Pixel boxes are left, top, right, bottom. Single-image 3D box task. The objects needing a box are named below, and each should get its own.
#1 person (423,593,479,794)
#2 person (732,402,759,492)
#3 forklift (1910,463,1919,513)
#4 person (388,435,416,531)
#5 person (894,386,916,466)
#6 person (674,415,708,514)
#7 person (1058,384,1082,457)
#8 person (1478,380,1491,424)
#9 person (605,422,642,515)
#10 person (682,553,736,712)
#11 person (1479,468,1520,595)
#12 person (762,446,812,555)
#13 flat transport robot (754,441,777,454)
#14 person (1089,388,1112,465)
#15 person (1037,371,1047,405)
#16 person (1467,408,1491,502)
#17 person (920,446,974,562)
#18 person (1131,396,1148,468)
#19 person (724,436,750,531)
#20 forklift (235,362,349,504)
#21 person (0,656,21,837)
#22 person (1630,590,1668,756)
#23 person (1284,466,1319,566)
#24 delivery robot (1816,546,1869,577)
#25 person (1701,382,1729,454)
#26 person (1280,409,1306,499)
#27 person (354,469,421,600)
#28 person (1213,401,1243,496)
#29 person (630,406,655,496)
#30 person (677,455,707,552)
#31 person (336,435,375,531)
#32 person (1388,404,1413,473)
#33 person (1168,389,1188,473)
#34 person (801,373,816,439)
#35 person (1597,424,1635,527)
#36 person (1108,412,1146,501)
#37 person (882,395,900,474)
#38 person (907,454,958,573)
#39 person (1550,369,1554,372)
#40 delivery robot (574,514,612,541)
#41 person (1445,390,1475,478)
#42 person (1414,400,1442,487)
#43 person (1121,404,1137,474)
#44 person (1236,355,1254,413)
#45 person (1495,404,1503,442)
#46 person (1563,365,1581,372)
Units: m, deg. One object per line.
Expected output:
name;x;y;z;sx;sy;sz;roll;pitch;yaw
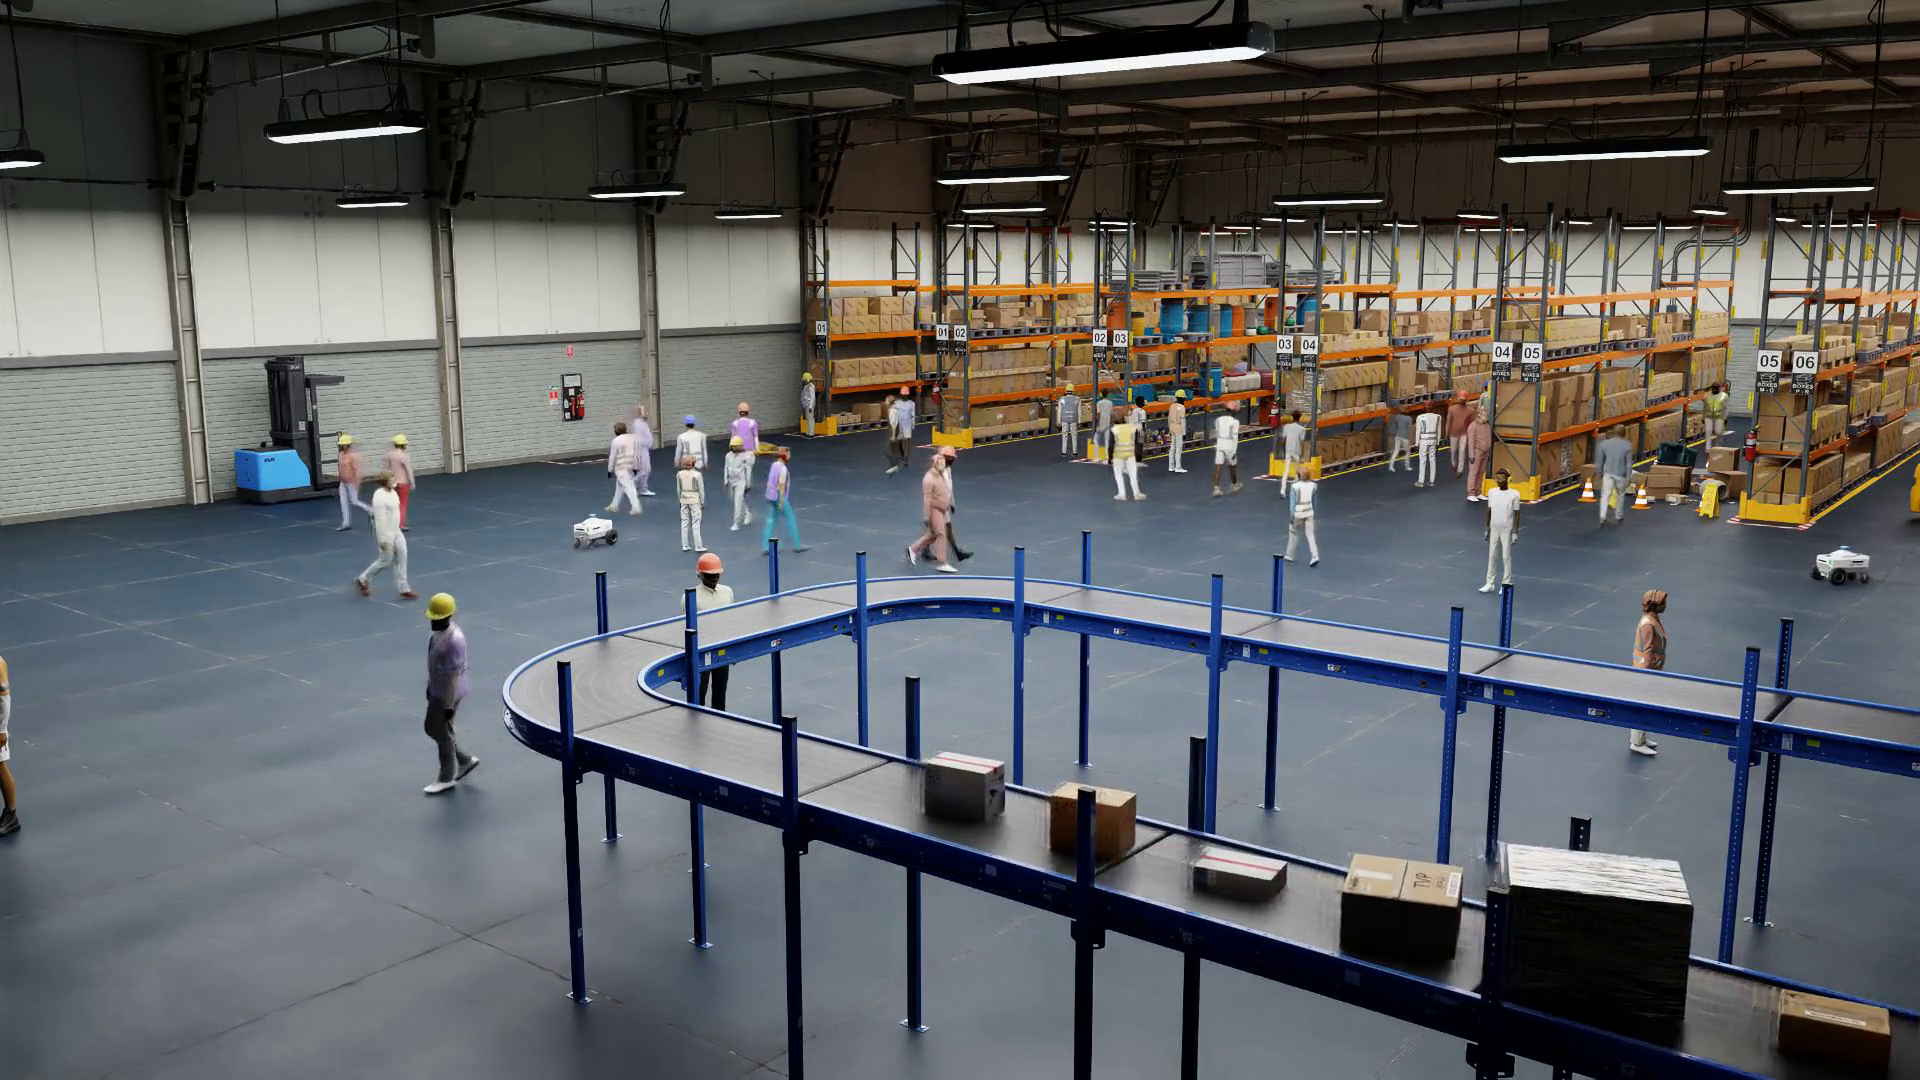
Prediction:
person;-4.707;1.385;14.348;0.512;1.894;0.663;-7;12;-36
person;-4.547;-1.949;33.033;0.555;1.923;0.724;1;10;3
forklift;19.034;-1.348;28.998;2.313;2.155;1.214;8;13;37
person;-10.102;-1.042;28.413;0.542;1.749;0.542;6;12;32
person;-1.341;-2.778;37.714;0.552;1.914;0.768;0;10;2
person;-5.275;-1.485;30.483;0.635;1.891;0.983;-8;13;-40
person;2.743;-2.996;39.170;0.600;1.830;0.404;0;10;1
person;13.098;-3.013;38.966;0.401;1.938;0.602;2;10;9
person;-6.521;-1.392;30.257;0.950;1.798;0.641;5;11;25
person;-2.481;1.107;15.616;0.386;1.992;0.625;10;14;44
person;7.942;-0.133;22.952;0.512;1.872;0.330;10;14;44
person;-2.907;-0.663;26.123;0.905;1.805;0.572;-5;11;-28
flat transport robot;-5.260;-2.390;40.271;0.652;0.197;1.431;-5;11;-27
person;3.402;-2.760;37.810;0.575;1.840;0.759;-7;12;-36
person;2.444;-4.775;48.888;0.857;1.939;0.609;-9;13;-41
person;10.616;-1.746;31.928;0.641;1.909;0.409;-8;13;-39
person;-0.209;-0.580;25.429;0.998;1.879;0.565;3;11;18
person;4.260;-2.574;37.173;0.319;1.697;0.532;-5;11;-25
person;-4.045;-1.075;28.717;0.487;1.718;0.759;5;11;24
forklift;-13.803;-2.244;32.110;1.129;2.768;1.873;8;13;37
person;-8.300;1.556;13.256;0.553;1.933;0.364;5;11;25
person;6.843;1.297;15.549;0.306;1.639;0.523;5;11;25
person;5.544;-0.395;25.186;0.530;1.599;0.847;-3;11;-18
delivery robot;13.469;0.337;23.864;0.707;0.478;0.477;-2;10;-9
person;19.225;-3.122;39.874;0.645;1.832;0.495;7;12;33
person;6.870;-1.782;32.364;0.535;1.836;0.924;5;11;28
person;-8.299;-0.078;22.548;0.854;1.912;0.636;1;10;4
person;5.611;-1.914;32.678;0.602;1.972;1.065;8;13;39
person;-6.621;-1.844;32.513;0.489;1.896;0.645;-1;10;-7
person;-4.517;-0.610;26.284;0.513;1.641;0.307;4;11;22
person;-11.092;-1.066;28.556;0.528;1.748;0.678;6;12;32
person;10.241;-2.368;36.285;0.803;1.599;0.508;-9;14;-42
person;5.064;-2.524;36.248;0.383;1.925;0.593;-5;11;-26
person;-4.194;-3.713;43.219;0.403;1.828;0.587;-3;11;-18
person;12.078;-1.198;28.886;0.644;1.900;0.999;7;13;36
person;3.422;-1.719;32.097;0.825;1.798;0.430;-2;10;-9
person;-1.603;-2.421;35.933;0.441;1.830;0.549;-1;10;-3
person;-0.452;-0.439;24.681;0.820;1.878;0.649;3;11;17
person;19.578;-5.284;52.046;0.592;1.834;0.404;-5;11;-24
delivery robot;-6.308;-0.201;26.892;0.477;0.478;0.707;5;11;25
person;11.411;-2.442;35.683;0.628;1.972;0.836;4;11;21
person;10.147;-2.094;33.956;0.574;1.883;0.355;-2;10;-10
person;3.835;-2.382;36.393;0.488;1.593;0.825;-6;12;-29
person;9.202;-5.071;50.697;0.657;1.897;1.014;6;12;30
person;12.468;-2.454;35.878;0.596;1.918;0.384;7;12;33
person;19.629;-5.013;50.055;0.537;2.000;0.682;-3;11;-18
